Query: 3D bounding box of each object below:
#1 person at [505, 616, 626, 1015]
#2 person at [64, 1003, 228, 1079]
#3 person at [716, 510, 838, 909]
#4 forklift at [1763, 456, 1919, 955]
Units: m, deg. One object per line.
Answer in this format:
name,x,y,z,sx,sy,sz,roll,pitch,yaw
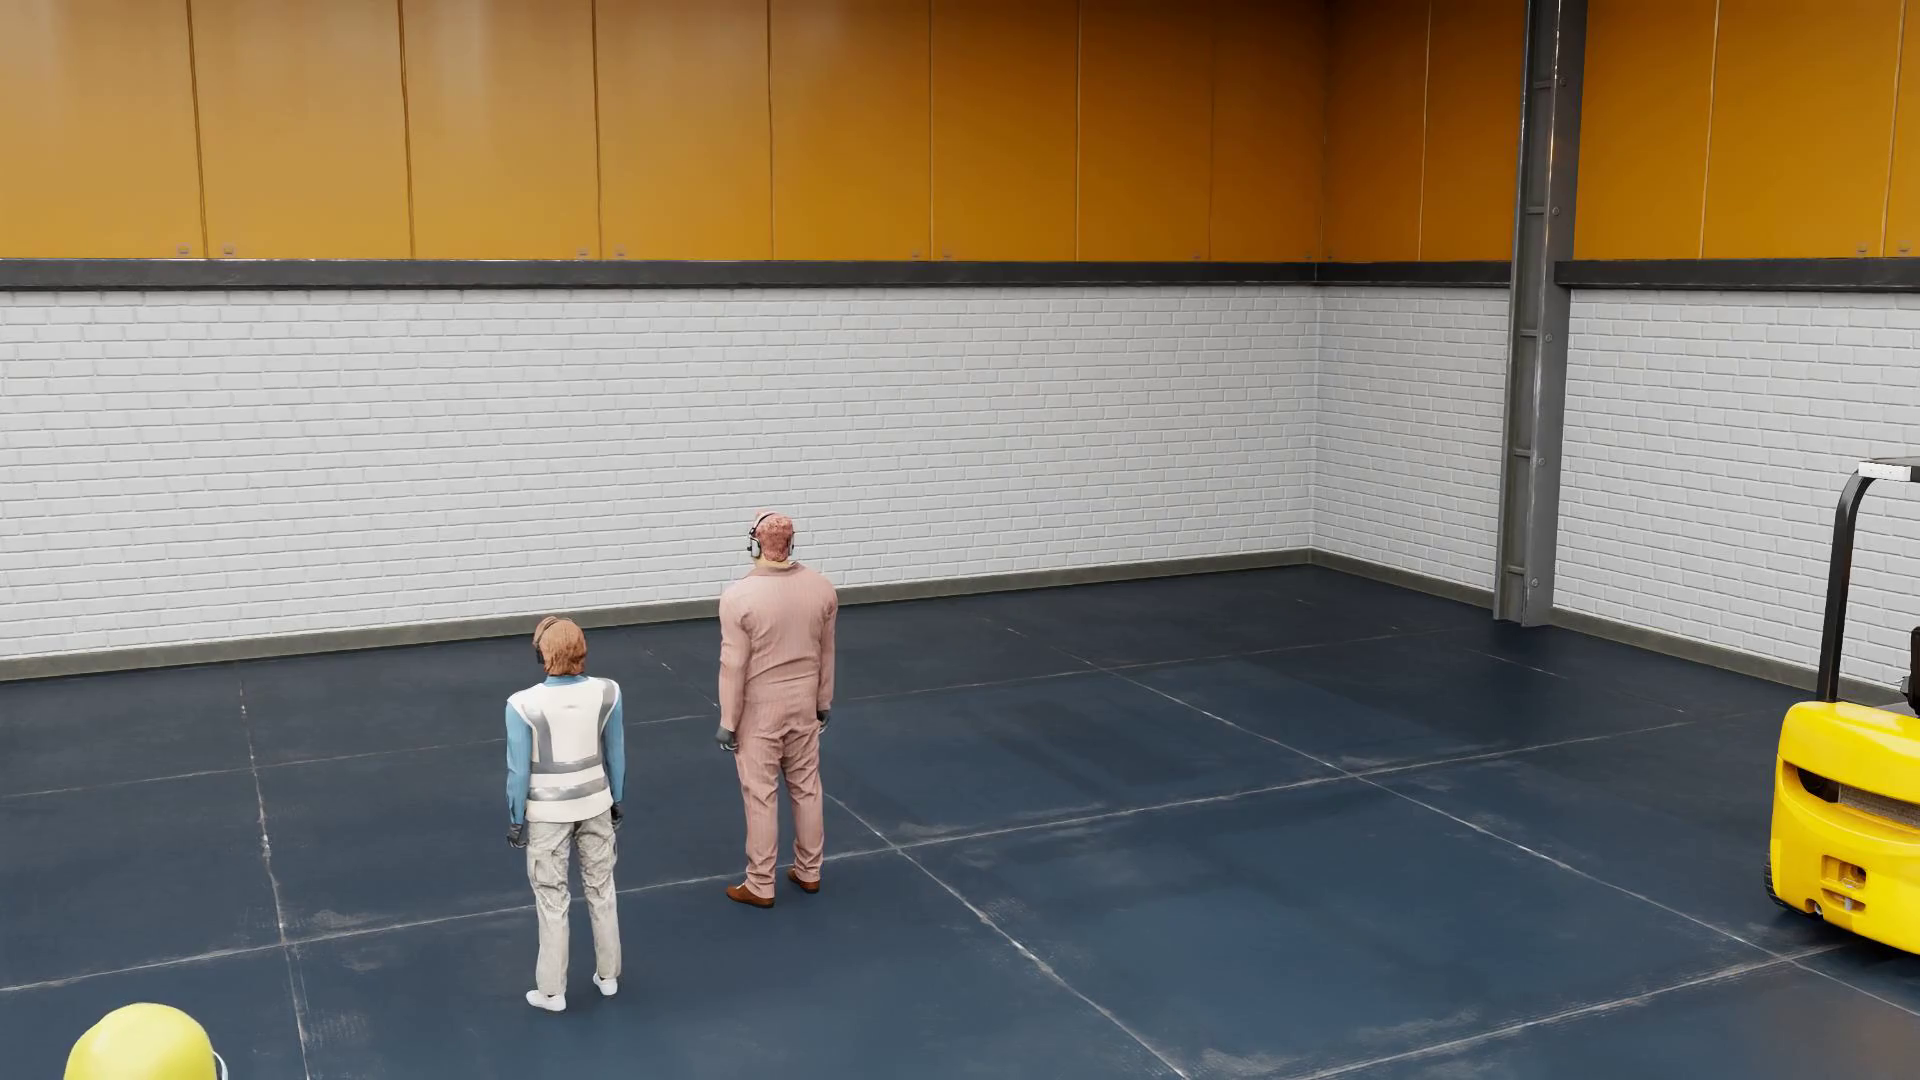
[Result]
person,-1.610,1.124,6.834,0.522,1.640,0.305,-7,11,-37
person,-1.364,1.668,2.854,0.590,1.836,0.404,3,10,16
person,-0.898,0.804,7.995,0.651,1.907,0.409,-8,12,-40
forklift,4.857,0.731,7.561,2.313,2.155,1.214,-4,10,-25
